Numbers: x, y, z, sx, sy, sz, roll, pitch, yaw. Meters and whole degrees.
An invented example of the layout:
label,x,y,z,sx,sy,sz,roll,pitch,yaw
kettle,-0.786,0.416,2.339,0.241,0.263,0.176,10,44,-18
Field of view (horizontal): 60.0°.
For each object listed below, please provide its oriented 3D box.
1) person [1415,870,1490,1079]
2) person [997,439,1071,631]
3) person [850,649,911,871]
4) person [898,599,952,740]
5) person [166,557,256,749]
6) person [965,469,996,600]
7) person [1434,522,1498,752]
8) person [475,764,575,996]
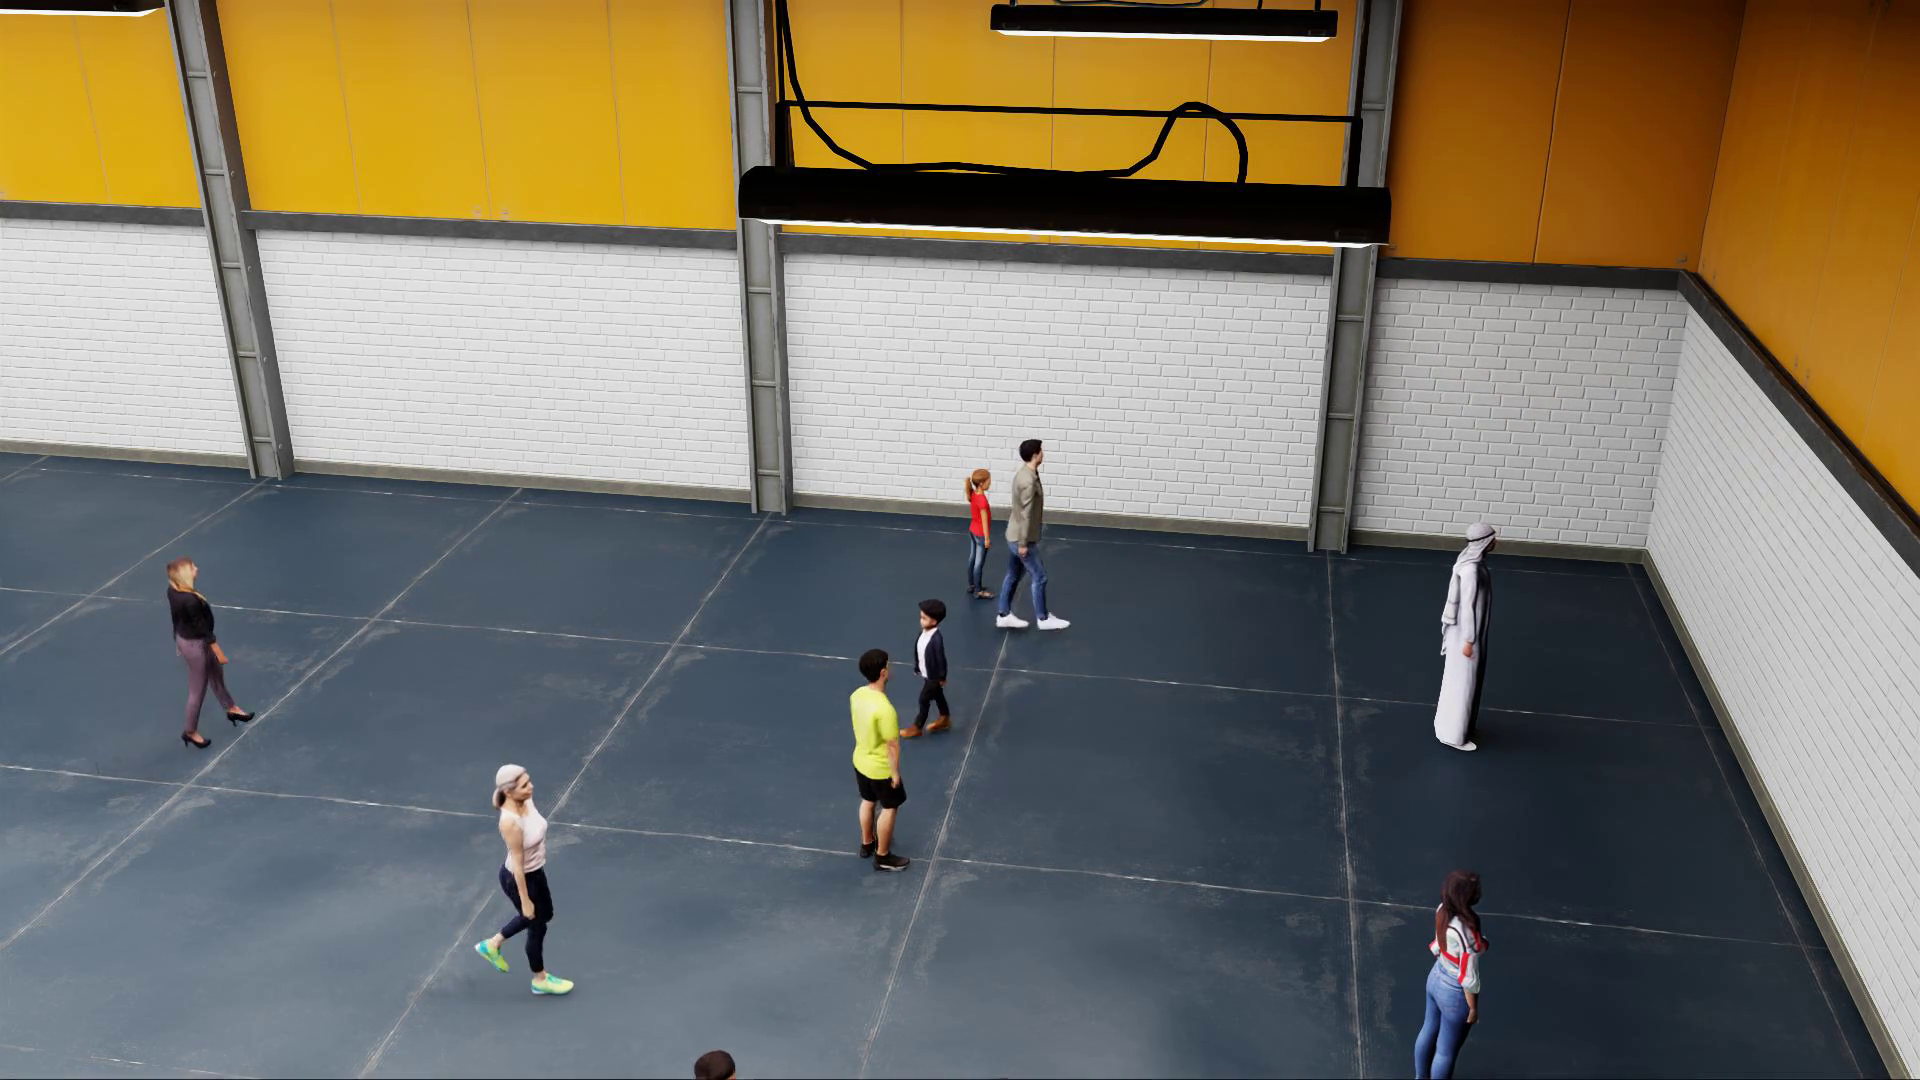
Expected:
label,x,y,z,sx,sy,sz,roll,pitch,yaw
person,2.836,2.595,9.614,0.627,1.613,0.652,-4,24,-9
person,0.489,-0.024,15.327,0.983,1.837,0.831,0,24,0
person,-0.603,1.568,11.860,0.796,1.697,0.727,-14,27,-29
person,-0.172,1.045,13.669,0.806,1.208,0.701,-9,25,-19
person,-6.224,0.941,13.355,0.932,1.648,0.908,-21,31,-39
person,0.181,-0.070,16.096,0.589,1.306,0.564,-7,25,-16
person,4.098,0.748,13.449,0.675,1.927,0.713,7,25,16
person,-2.830,2.165,10.507,0.891,1.688,0.676,0,24,1
